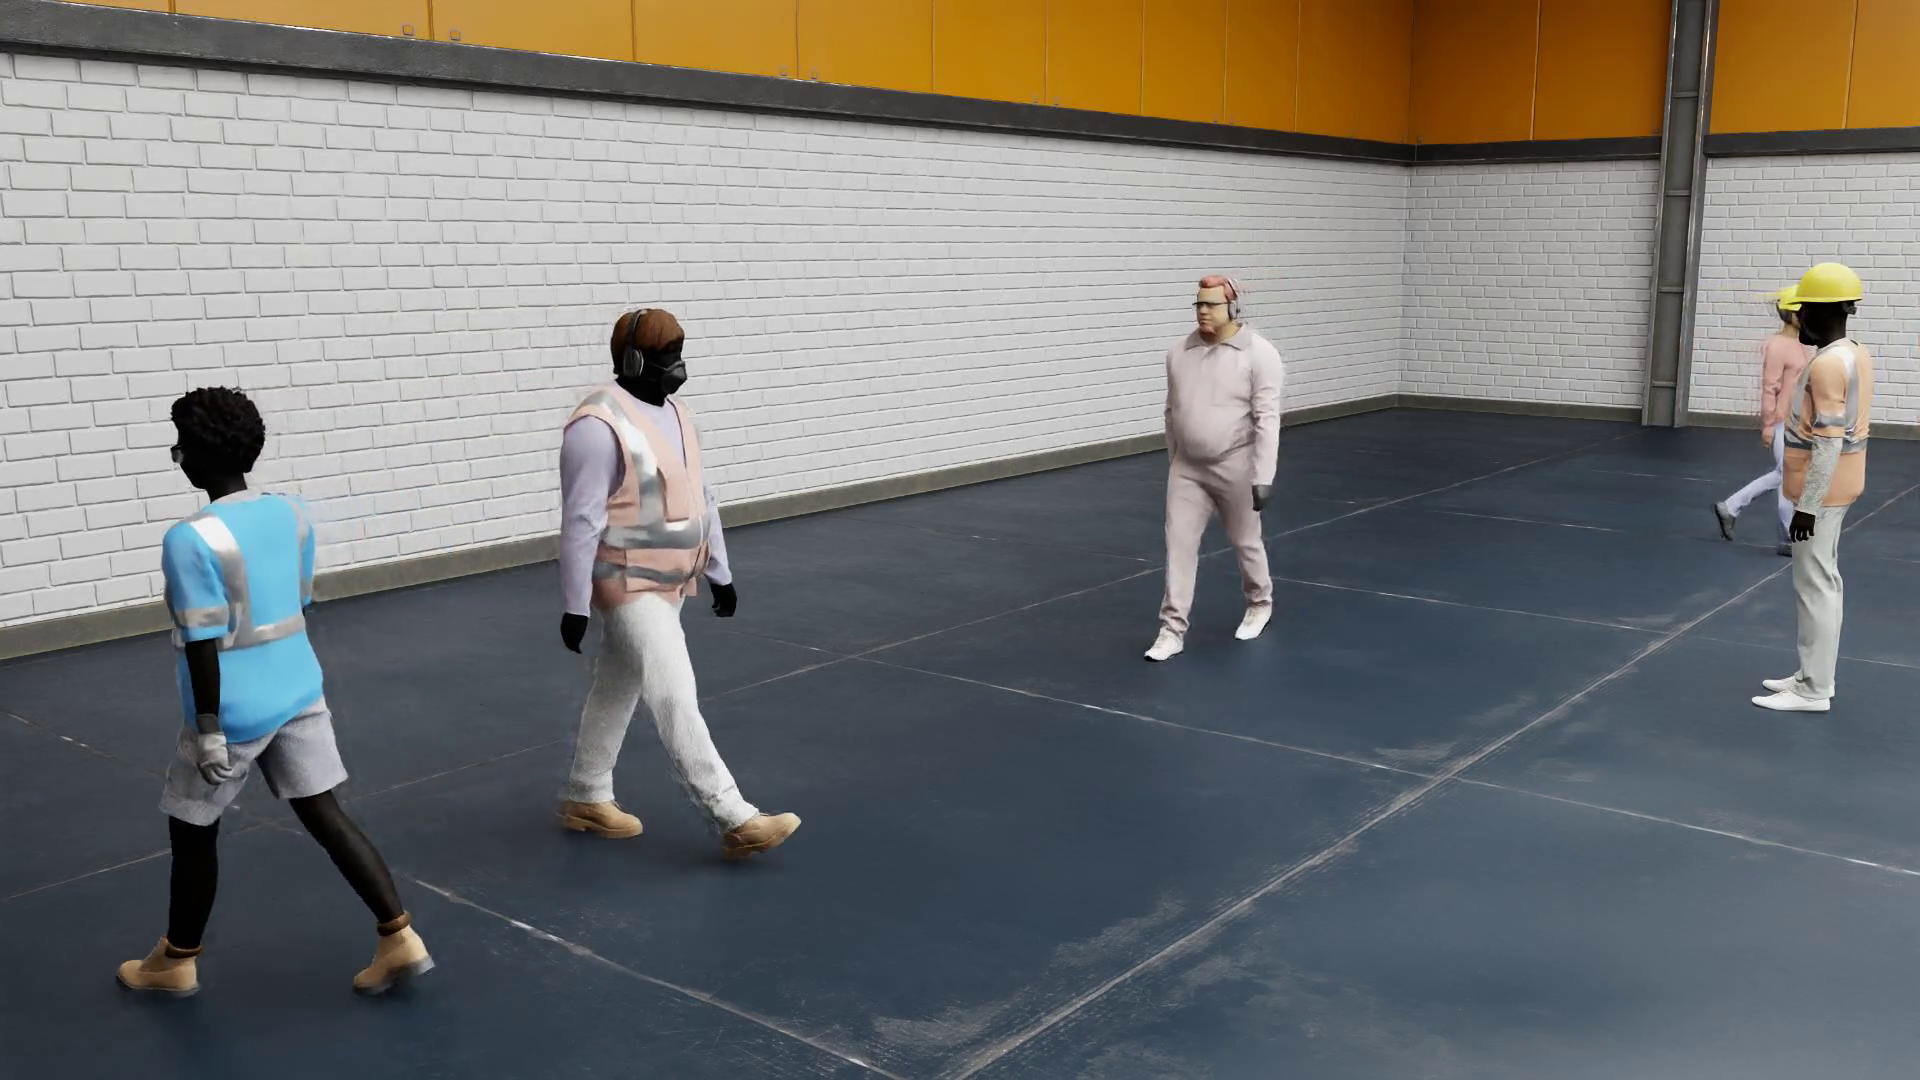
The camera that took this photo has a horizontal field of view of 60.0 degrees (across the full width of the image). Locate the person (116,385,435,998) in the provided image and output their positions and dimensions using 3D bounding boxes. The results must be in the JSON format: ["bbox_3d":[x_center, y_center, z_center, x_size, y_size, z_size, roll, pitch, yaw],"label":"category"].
[{"bbox_3d":[-1.824,0.420,4.369,0.874,1.657,0.541,3,11,14],"label":"person"}]

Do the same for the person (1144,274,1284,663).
[{"bbox_3d":[1.286,-0.372,8.204,0.659,1.865,0.977,7,13,36],"label":"person"}]

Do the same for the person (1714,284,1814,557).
[{"bbox_3d":[5.259,-0.771,10.699,0.524,1.744,0.723,-9,14,-42],"label":"person"}]

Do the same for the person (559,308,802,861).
[{"bbox_3d":[-0.945,0.154,5.439,0.983,1.793,0.661,3,11,17],"label":"person"}]

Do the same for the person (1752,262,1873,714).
[{"bbox_3d":[3.670,-0.216,7.143,0.369,1.925,0.594,7,12,34],"label":"person"}]
